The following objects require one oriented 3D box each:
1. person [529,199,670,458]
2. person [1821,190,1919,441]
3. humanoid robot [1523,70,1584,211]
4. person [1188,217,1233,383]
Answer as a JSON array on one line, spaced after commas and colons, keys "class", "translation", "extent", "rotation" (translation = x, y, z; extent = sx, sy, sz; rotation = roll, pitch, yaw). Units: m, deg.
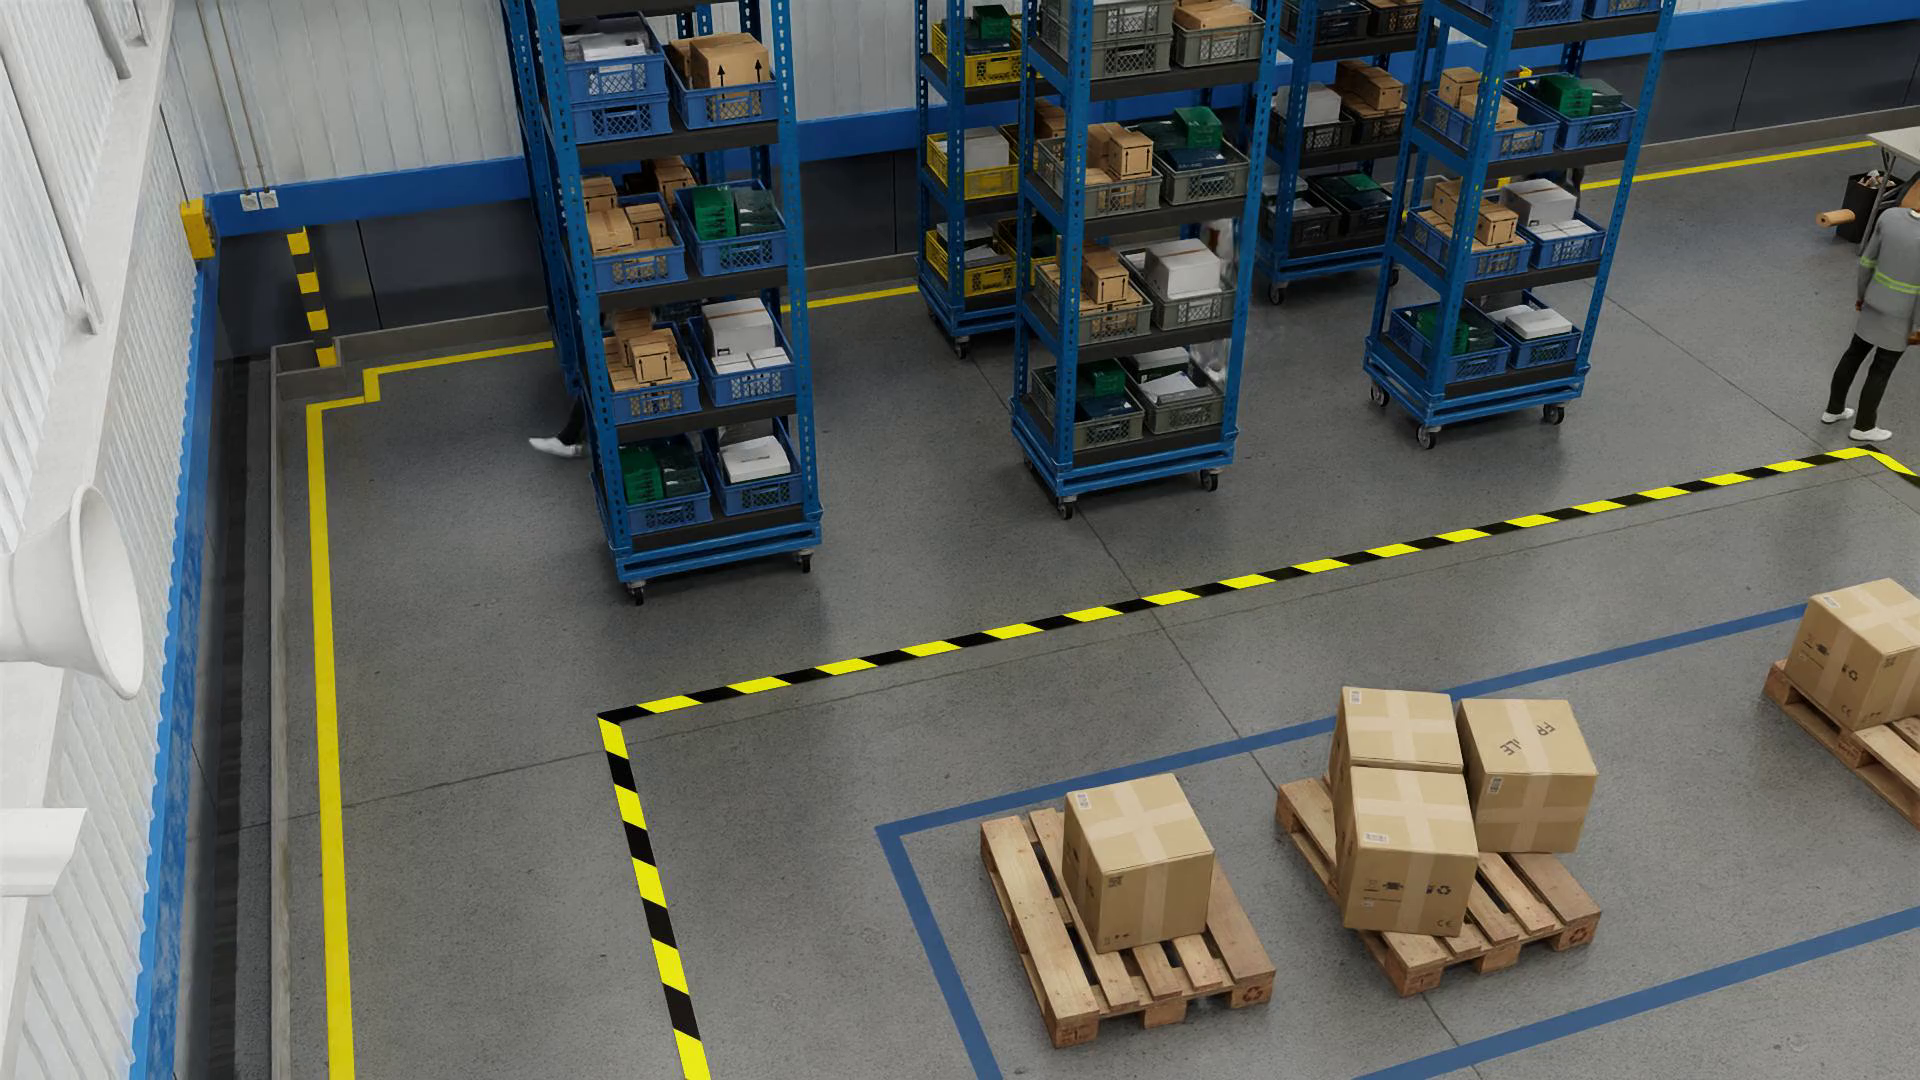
[{"class": "person", "translation": [-2.343, -1.279, 10.516], "extent": [0.942, 1.823, 0.508], "rotation": [-12, 37, -16]}, {"class": "person", "translation": [6.096, -1.524, 10.843], "extent": [0.401, 1.852, 0.589], "rotation": [-11, 37, -15]}, {"class": "humanoid robot", "translation": [4.521, -2.802, 12.804], "extent": [0.444, 1.643, 0.599], "rotation": [-15, 38, -20]}, {"class": "person", "translation": [1.627, -1.881, 11.358], "extent": [0.626, 1.849, 0.534], "rotation": [-7, 36, -10]}]
